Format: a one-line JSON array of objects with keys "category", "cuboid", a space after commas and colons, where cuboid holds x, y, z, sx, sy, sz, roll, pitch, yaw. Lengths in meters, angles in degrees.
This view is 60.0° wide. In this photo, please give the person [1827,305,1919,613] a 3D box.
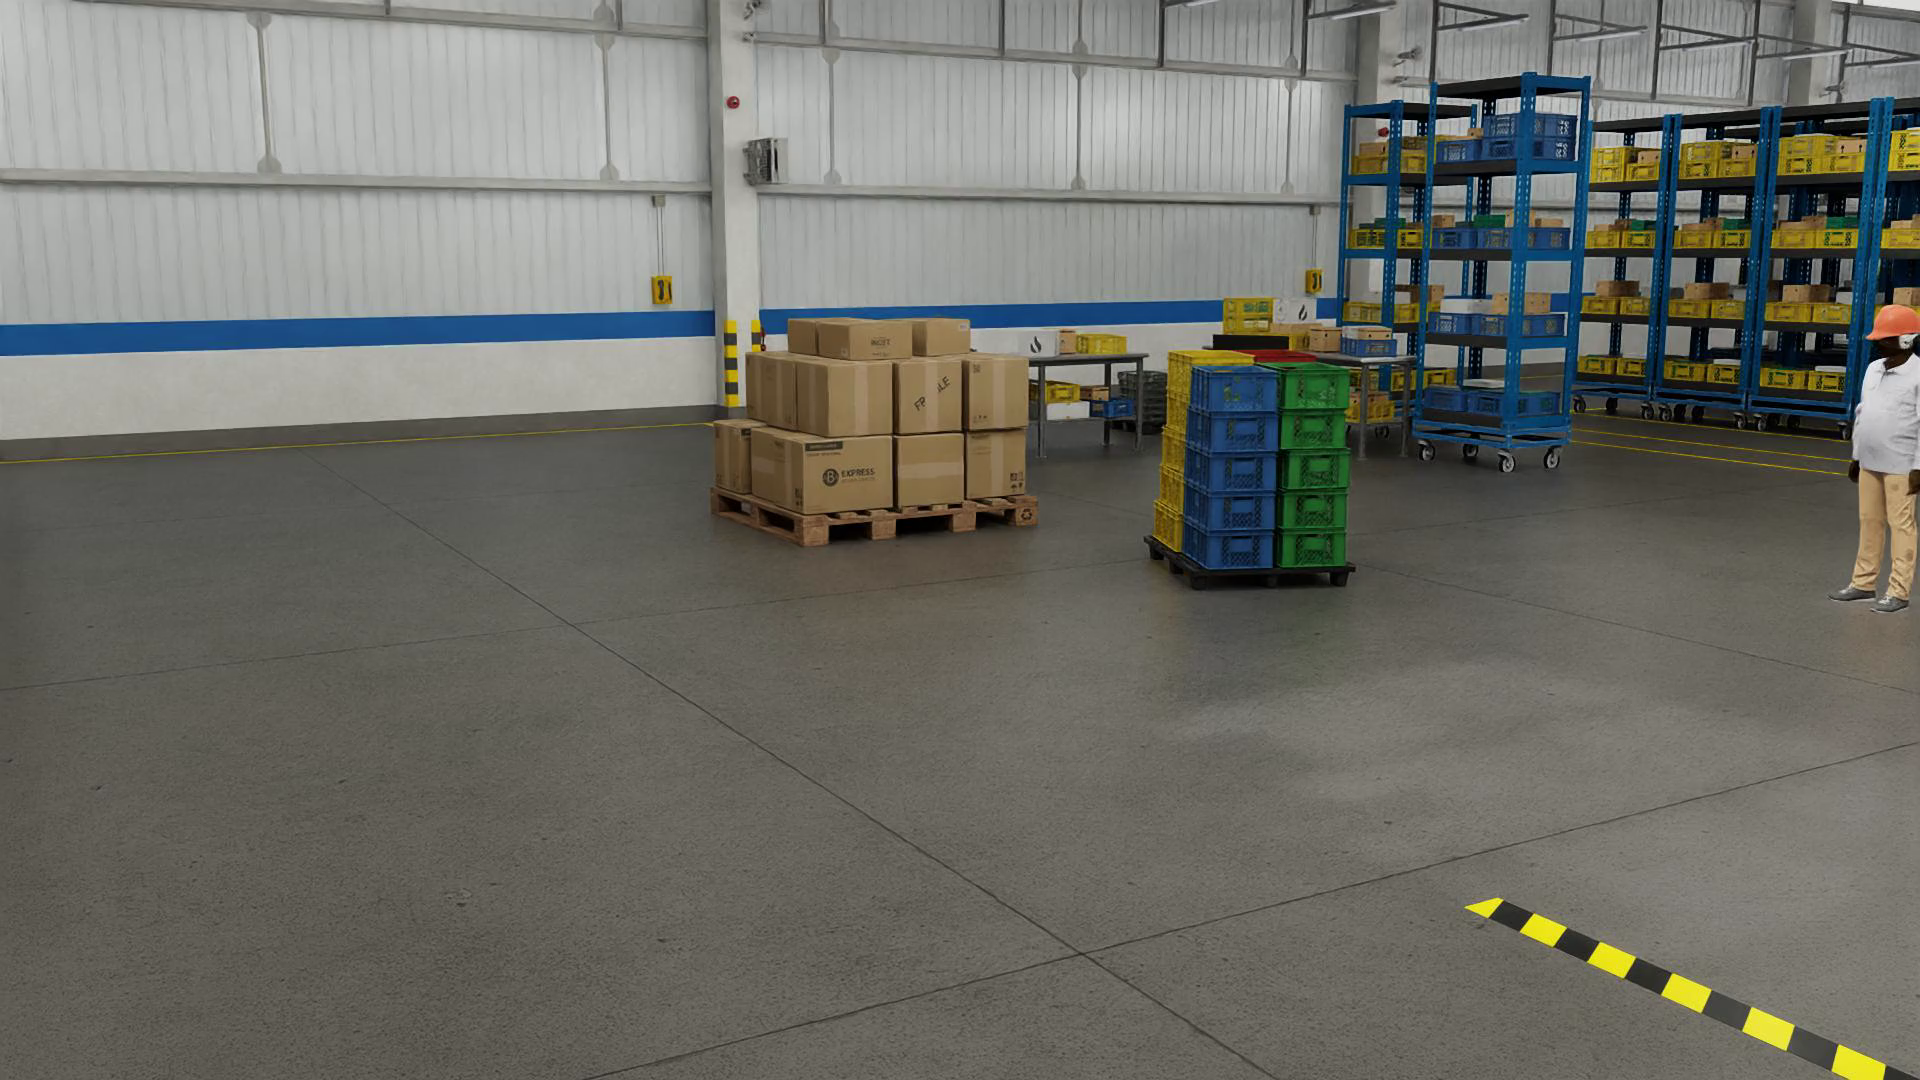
[{"category": "person", "cuboid": [5.288, -0.461, 9.494, 0.338, 1.744, 0.560, -2, 10, -12]}]

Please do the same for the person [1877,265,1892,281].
[{"category": "person", "cuboid": [14.610, -3.487, 26.524, 0.922, 1.784, 0.604, -10, 14, -44]}]
